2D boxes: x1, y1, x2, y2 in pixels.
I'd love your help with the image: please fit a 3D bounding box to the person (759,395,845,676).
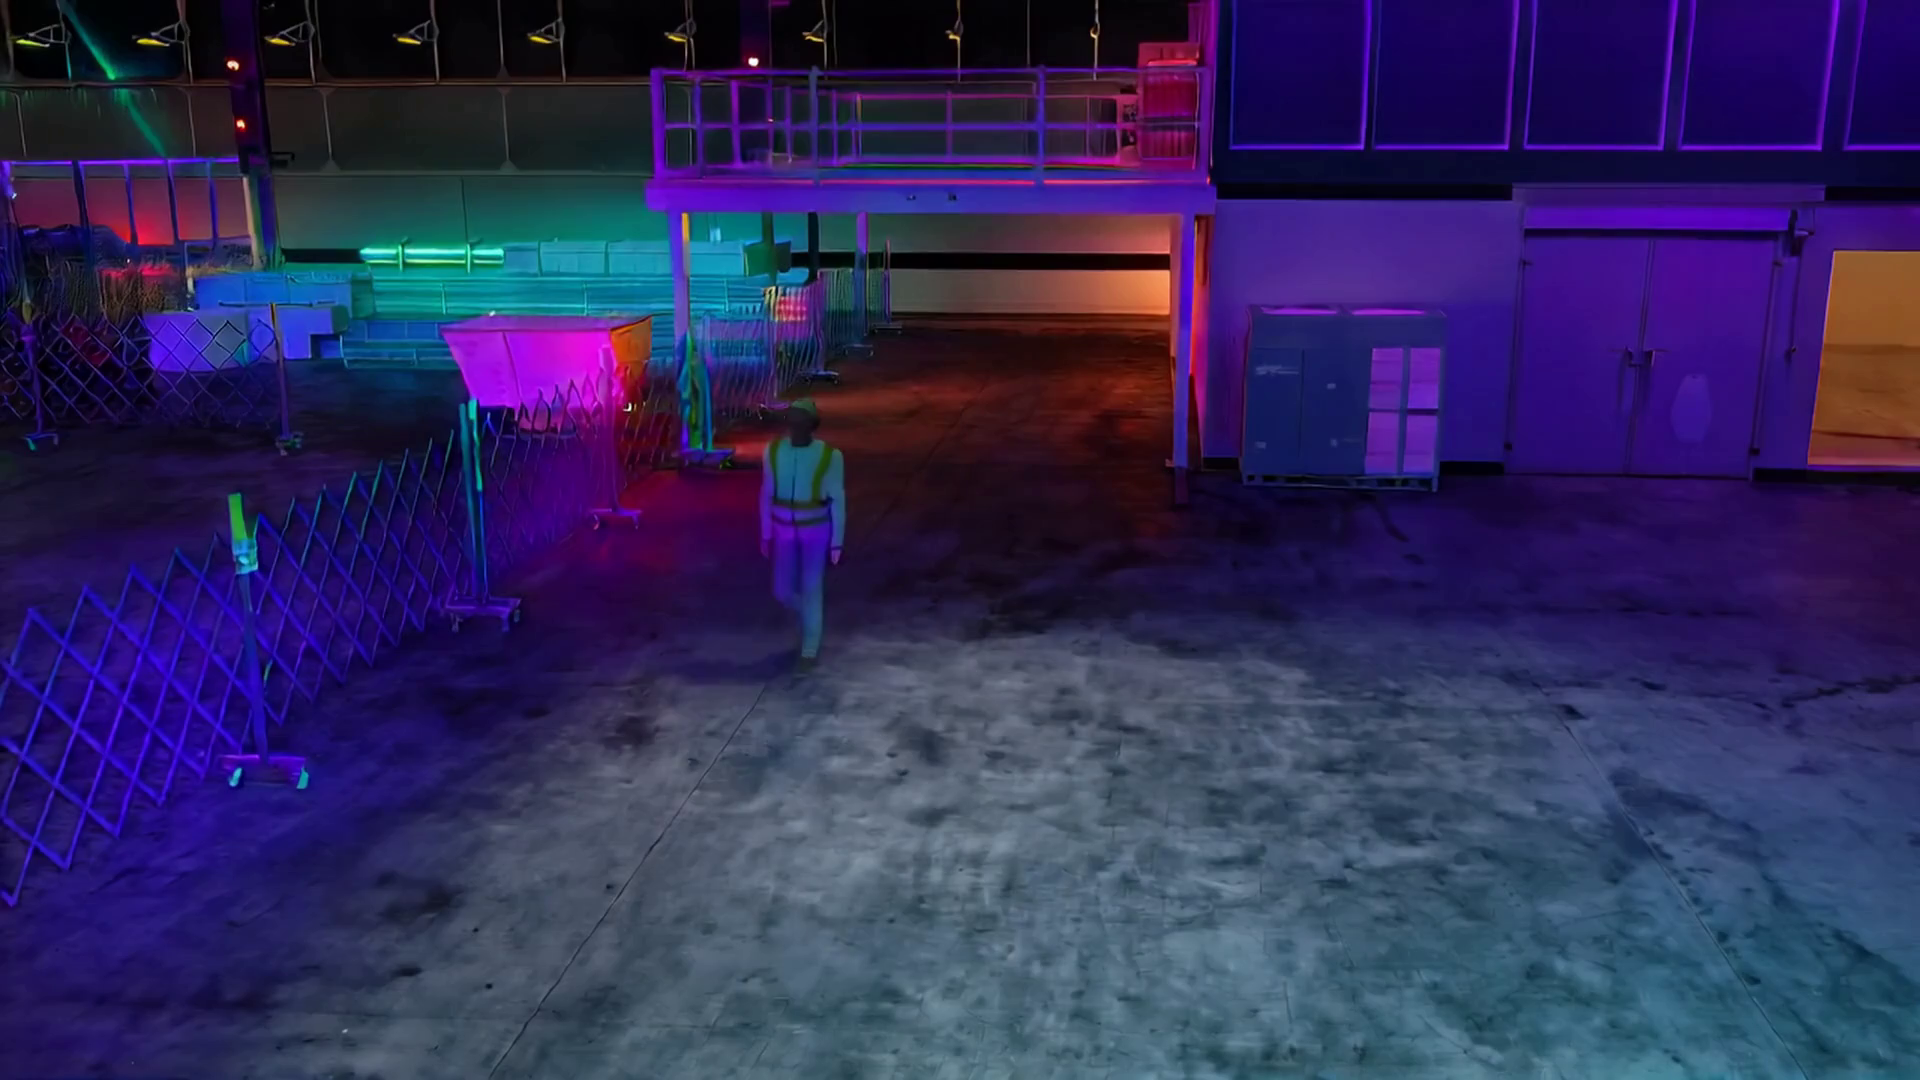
[{"bbox_3d":[-1.033,-0.054,11.129,0.593,1.863,0.602,4,14,16],"label":"person"}]
